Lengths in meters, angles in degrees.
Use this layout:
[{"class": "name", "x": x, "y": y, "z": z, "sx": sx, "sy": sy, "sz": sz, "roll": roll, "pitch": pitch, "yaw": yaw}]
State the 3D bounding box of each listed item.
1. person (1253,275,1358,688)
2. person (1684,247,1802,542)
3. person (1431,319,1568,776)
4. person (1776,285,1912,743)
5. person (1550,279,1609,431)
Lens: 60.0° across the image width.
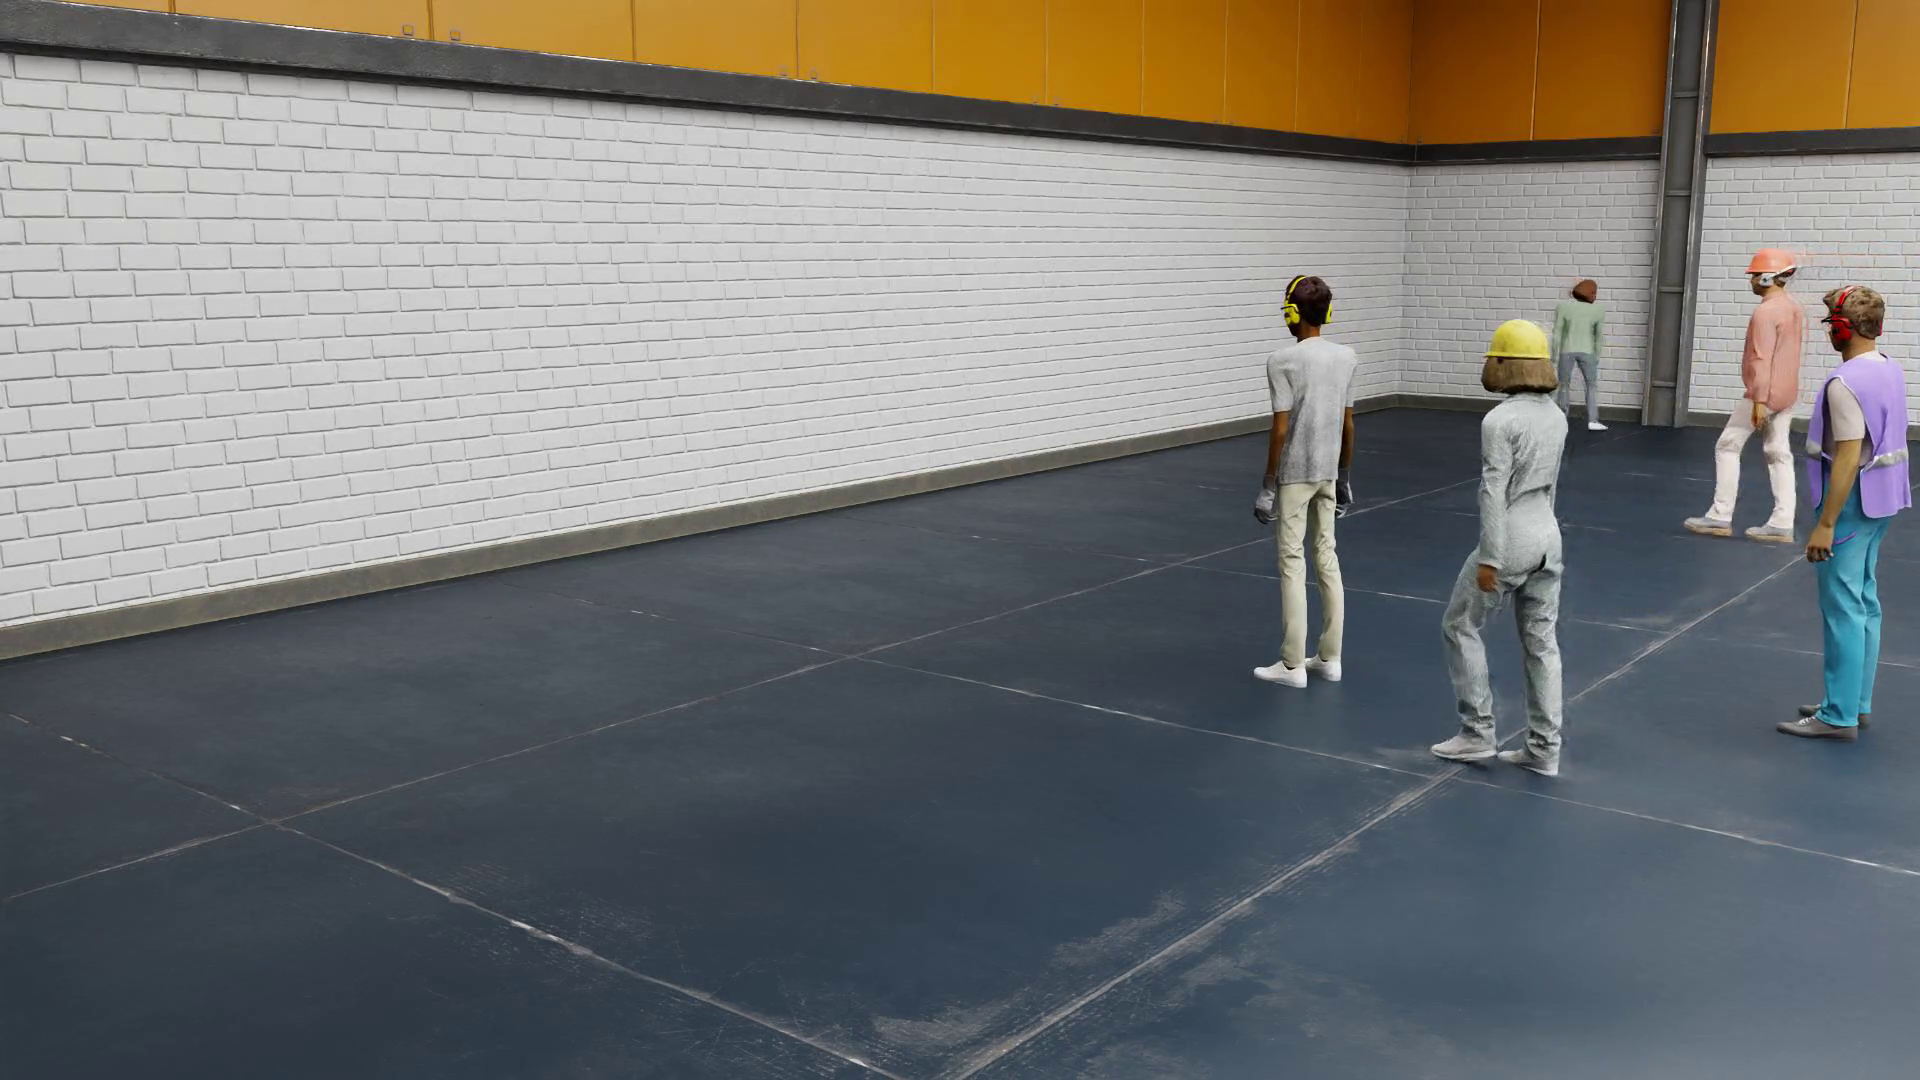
[{"class": "person", "x": 1.567, "y": -0.261, "z": 7.566, "sx": 0.535, "sy": 1.864, "sz": 0.308, "roll": -6, "pitch": 12, "yaw": -29}, {"class": "person", "x": 5.336, "y": -0.982, "z": 11.255, "sx": 0.657, "sy": 1.966, "sz": 0.808, "roll": -9, "pitch": 14, "yaw": -42}, {"class": "person", "x": 2.084, "y": 0.028, "z": 6.349, "sx": 0.506, "sy": 1.720, "sz": 0.599, "roll": -8, "pitch": 13, "yaw": -36}, {"class": "person", "x": 3.605, "y": -0.097, "z": 6.721, "sx": 0.389, "sy": 1.841, "sz": 0.564, "roll": 10, "pitch": 14, "yaw": 43}, {"class": "person", "x": 6.599, "y": -1.953, "z": 17.642, "sx": 0.675, "sy": 1.610, "sz": 0.397, "roll": 3, "pitch": 11, "yaw": 15}]
